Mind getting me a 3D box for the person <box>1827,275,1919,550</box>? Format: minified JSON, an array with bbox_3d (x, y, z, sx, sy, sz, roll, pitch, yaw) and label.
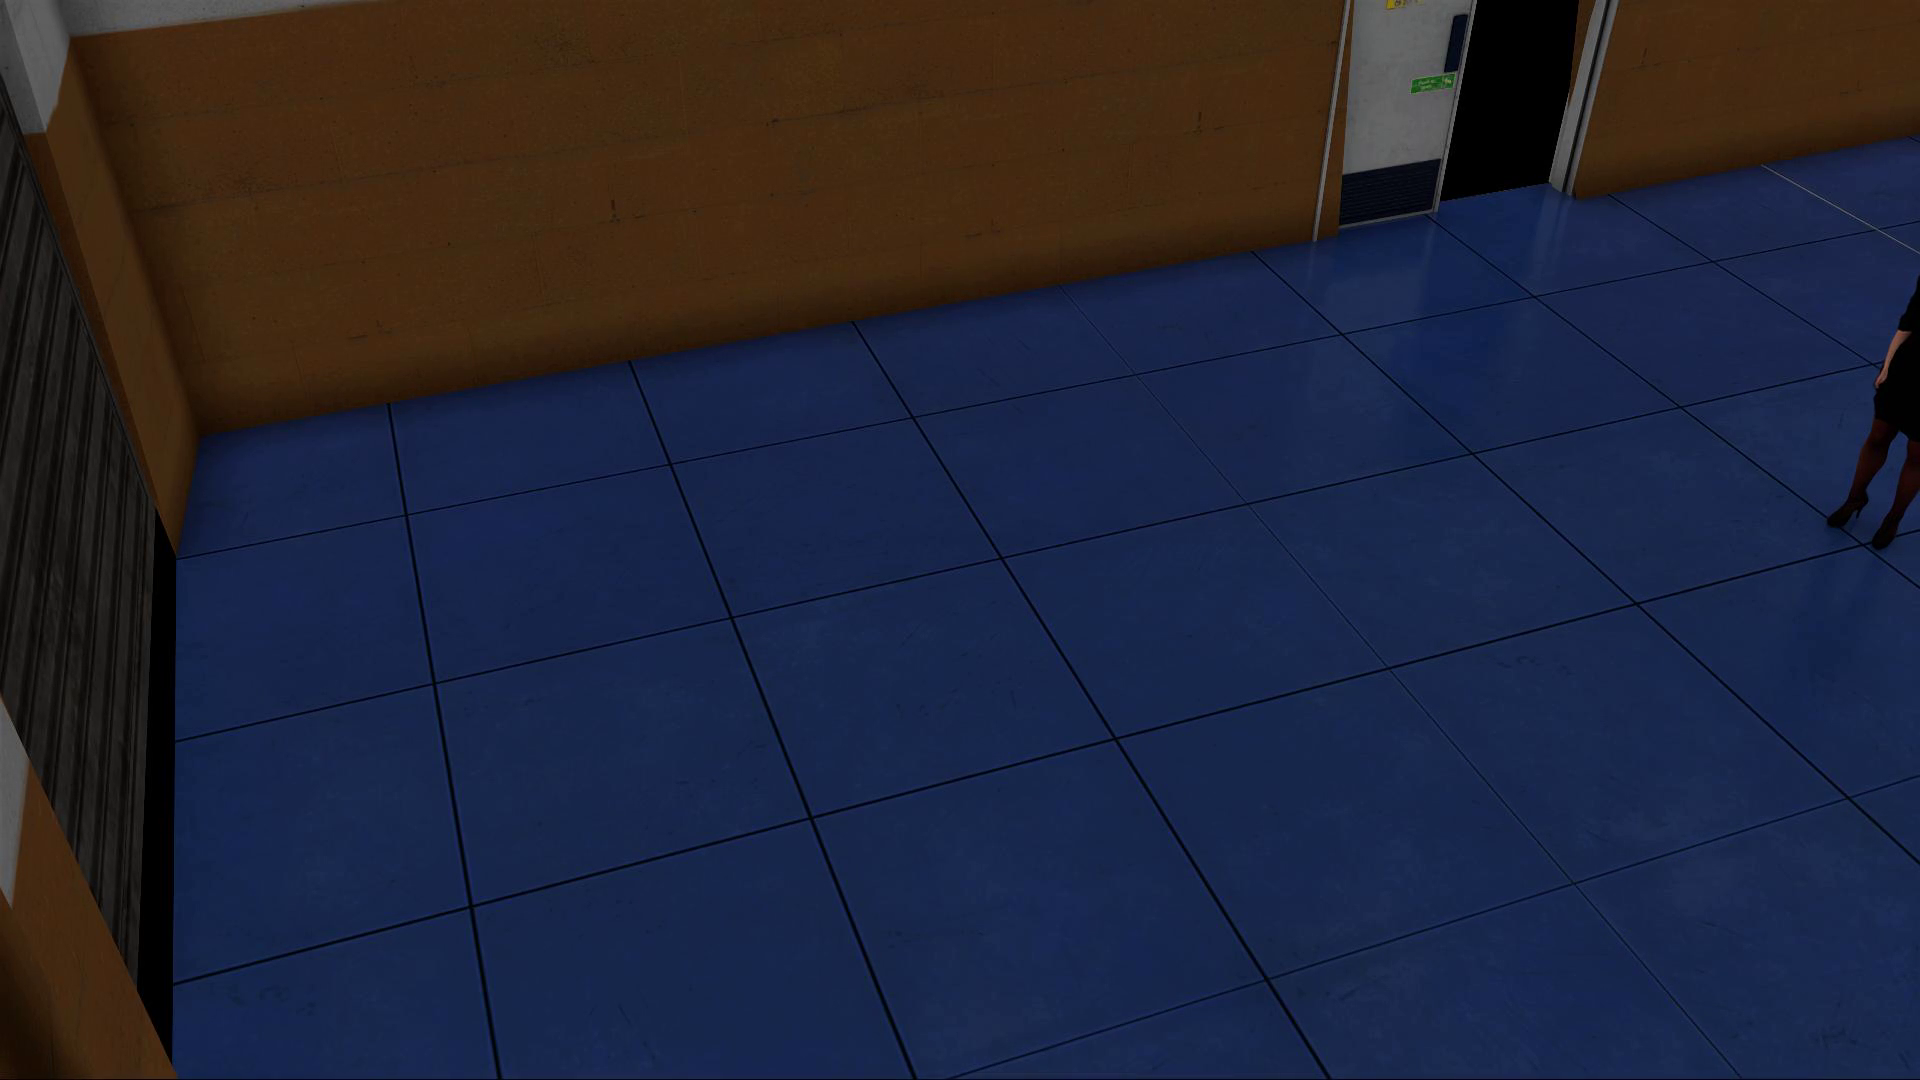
[{"bbox_3d":[4.464,-0.727,7.682,0.698,1.706,0.529,-24,43,-28],"label":"person"}]
